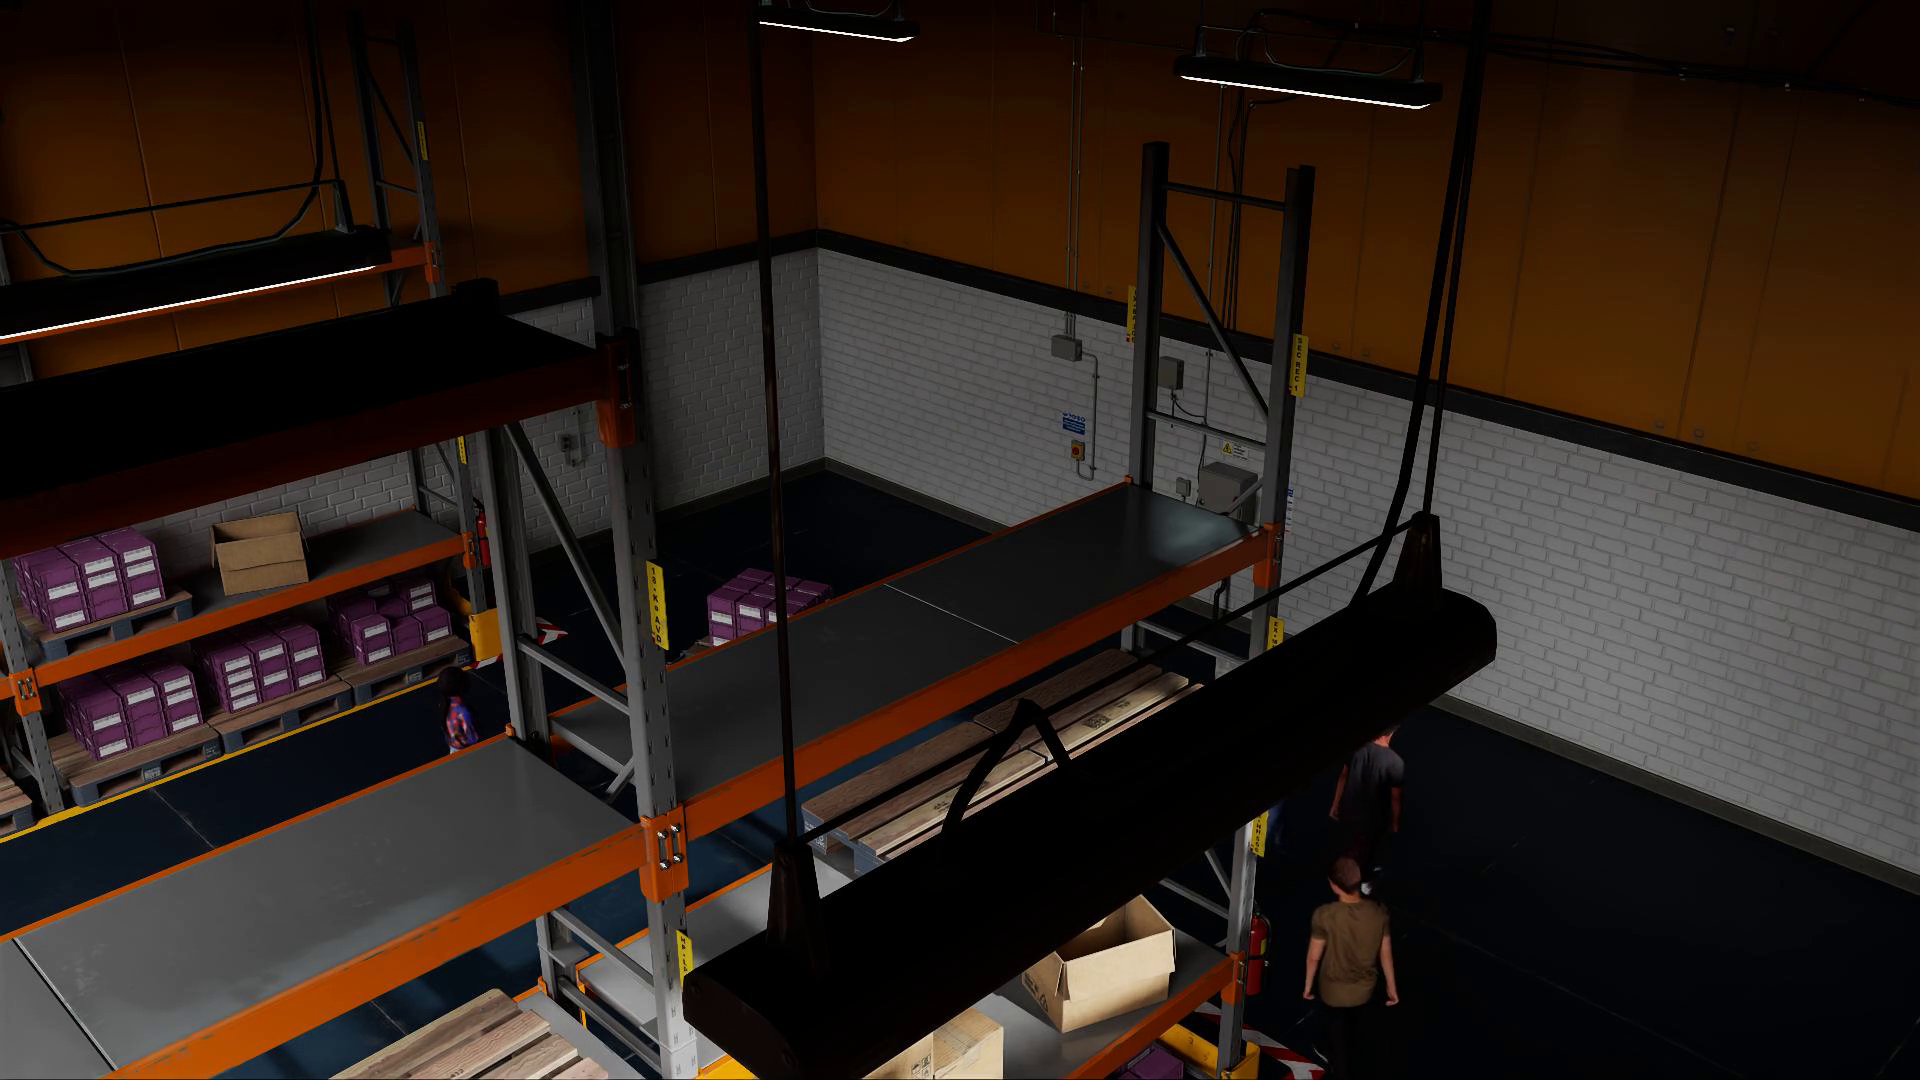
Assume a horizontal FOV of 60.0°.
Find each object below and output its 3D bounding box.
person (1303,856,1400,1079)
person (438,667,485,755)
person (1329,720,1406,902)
[{"bbox_3d":[2.395,2.832,10.234,1.231,1.788,1.218,-2,24,-6],"label":"person"},{"bbox_3d":[-3.788,1.753,12.757,0.600,1.744,0.524,19,30,37],"label":"person"},{"bbox_3d":[2.901,2.030,12.128,0.659,1.743,0.978,22,32,40],"label":"person"}]
